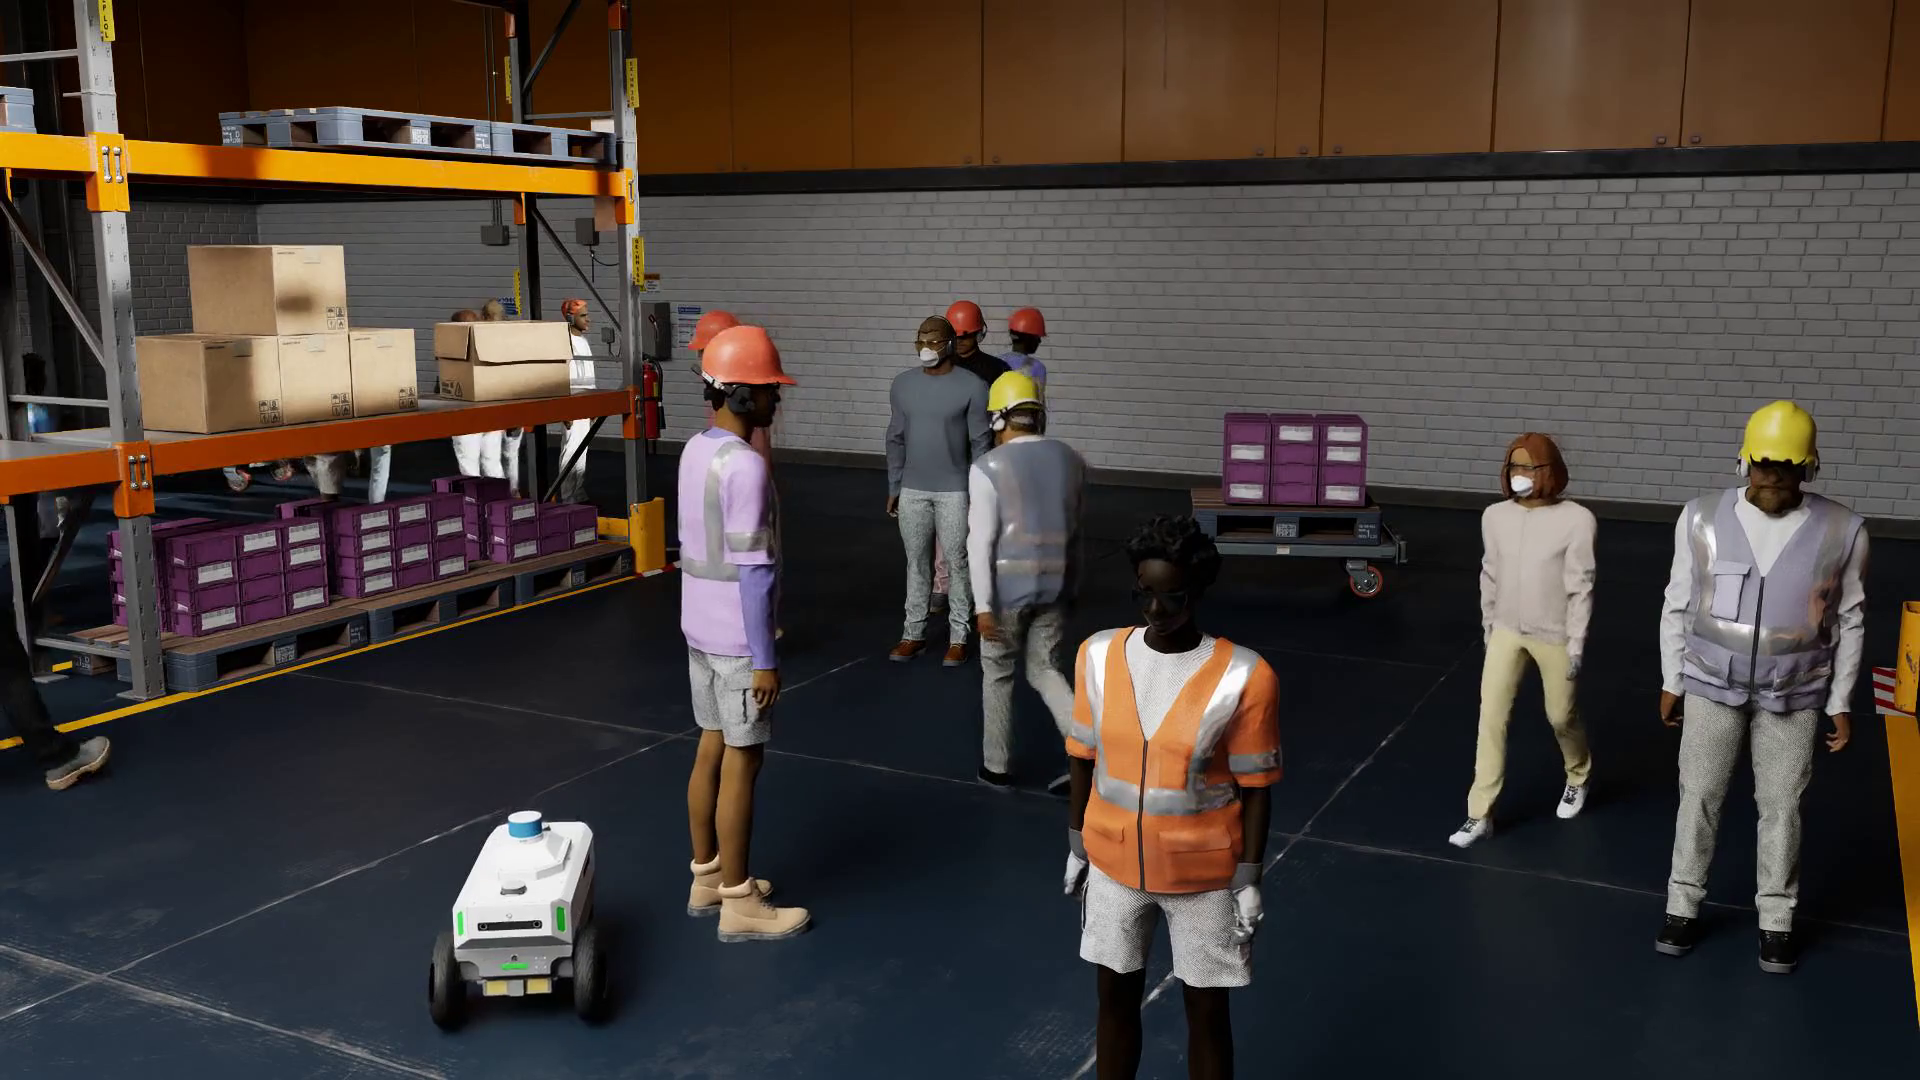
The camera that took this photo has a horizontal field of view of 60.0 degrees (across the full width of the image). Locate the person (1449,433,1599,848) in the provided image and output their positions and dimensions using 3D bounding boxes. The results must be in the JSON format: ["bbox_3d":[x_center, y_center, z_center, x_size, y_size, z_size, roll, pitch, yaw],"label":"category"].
[{"bbox_3d":[2.268,0.368,6.523,0.822,1.597,0.514,-10,14,-44],"label":"person"}]

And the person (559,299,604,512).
[{"bbox_3d":[-3.327,-1.144,14.457,0.355,1.883,0.573,1,10,8],"label":"person"}]

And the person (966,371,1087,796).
[{"bbox_3d":[0.313,0.203,6.912,0.607,1.796,0.692,-5,11,-28],"label":"person"}]

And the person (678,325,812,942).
[{"bbox_3d":[-0.729,0.310,5.575,0.396,2.042,0.611,-5,11,-26],"label":"person"}]

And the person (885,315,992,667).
[{"bbox_3d":[-0.125,-0.267,9.213,0.627,1.941,0.371,4,11,22],"label":"person"}]

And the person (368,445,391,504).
[{"bbox_3d":[-4.645,-0.835,13.387,0.286,1.631,0.501,-4,11,-21],"label":"person"}]

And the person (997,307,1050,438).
[{"bbox_3d":[0.337,-0.662,11.615,0.698,1.914,0.560,-10,14,-44],"label":"person"}]

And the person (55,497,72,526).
[{"bbox_3d":[-7.735,-0.941,13.448,0.884,1.843,0.523,-2,10,-13],"label":"person"}]

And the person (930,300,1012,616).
[{"bbox_3d":[0.030,-0.510,10.485,0.610,1.986,0.392,3,10,18],"label":"person"}]

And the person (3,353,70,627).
[{"bbox_3d":[-5.601,-0.291,10.094,0.548,1.676,0.386,7,12,34],"label":"person"}]

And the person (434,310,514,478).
[{"bbox_3d":[-4.001,-0.983,13.709,0.432,1.816,0.650,9,13,41],"label":"person"}]

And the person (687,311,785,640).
[{"bbox_3d":[-1.226,-0.263,9.094,0.448,1.970,0.644,2,10,9],"label":"person"}]

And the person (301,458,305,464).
[{"bbox_3d":[-7.310,-1.702,17.966,0.970,1.787,0.650,2,10,10],"label":"person"}]

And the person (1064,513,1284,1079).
[{"bbox_3d":[0.481,0.770,3.916,0.532,1.696,0.319,5,11,27],"label":"person"}]

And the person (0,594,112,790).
[{"bbox_3d":[-4.014,0.142,6.792,0.652,1.951,0.962,4,11,22],"label":"person"}]

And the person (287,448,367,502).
[{"bbox_3d":[-4.376,-0.674,11.634,0.565,1.912,0.660,5,11,26],"label":"person"}]

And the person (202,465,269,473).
[{"bbox_3d":[-7.586,-1.630,17.251,1.008,1.881,0.665,0,10,-1],"label":"person"}]

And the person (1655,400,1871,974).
[{"bbox_3d":[2.538,0.464,5.307,0.588,1.827,0.403,5,11,27],"label":"person"}]

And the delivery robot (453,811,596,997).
[{"bbox_3d":[-1.334,1.082,5.139,0.477,0.478,0.707,-1,10,-6],"label":"delivery robot"}]

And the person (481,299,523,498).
[{"bbox_3d":[-3.981,-1.120,14.335,0.649,1.874,1.021,-2,10,-11],"label":"person"}]
